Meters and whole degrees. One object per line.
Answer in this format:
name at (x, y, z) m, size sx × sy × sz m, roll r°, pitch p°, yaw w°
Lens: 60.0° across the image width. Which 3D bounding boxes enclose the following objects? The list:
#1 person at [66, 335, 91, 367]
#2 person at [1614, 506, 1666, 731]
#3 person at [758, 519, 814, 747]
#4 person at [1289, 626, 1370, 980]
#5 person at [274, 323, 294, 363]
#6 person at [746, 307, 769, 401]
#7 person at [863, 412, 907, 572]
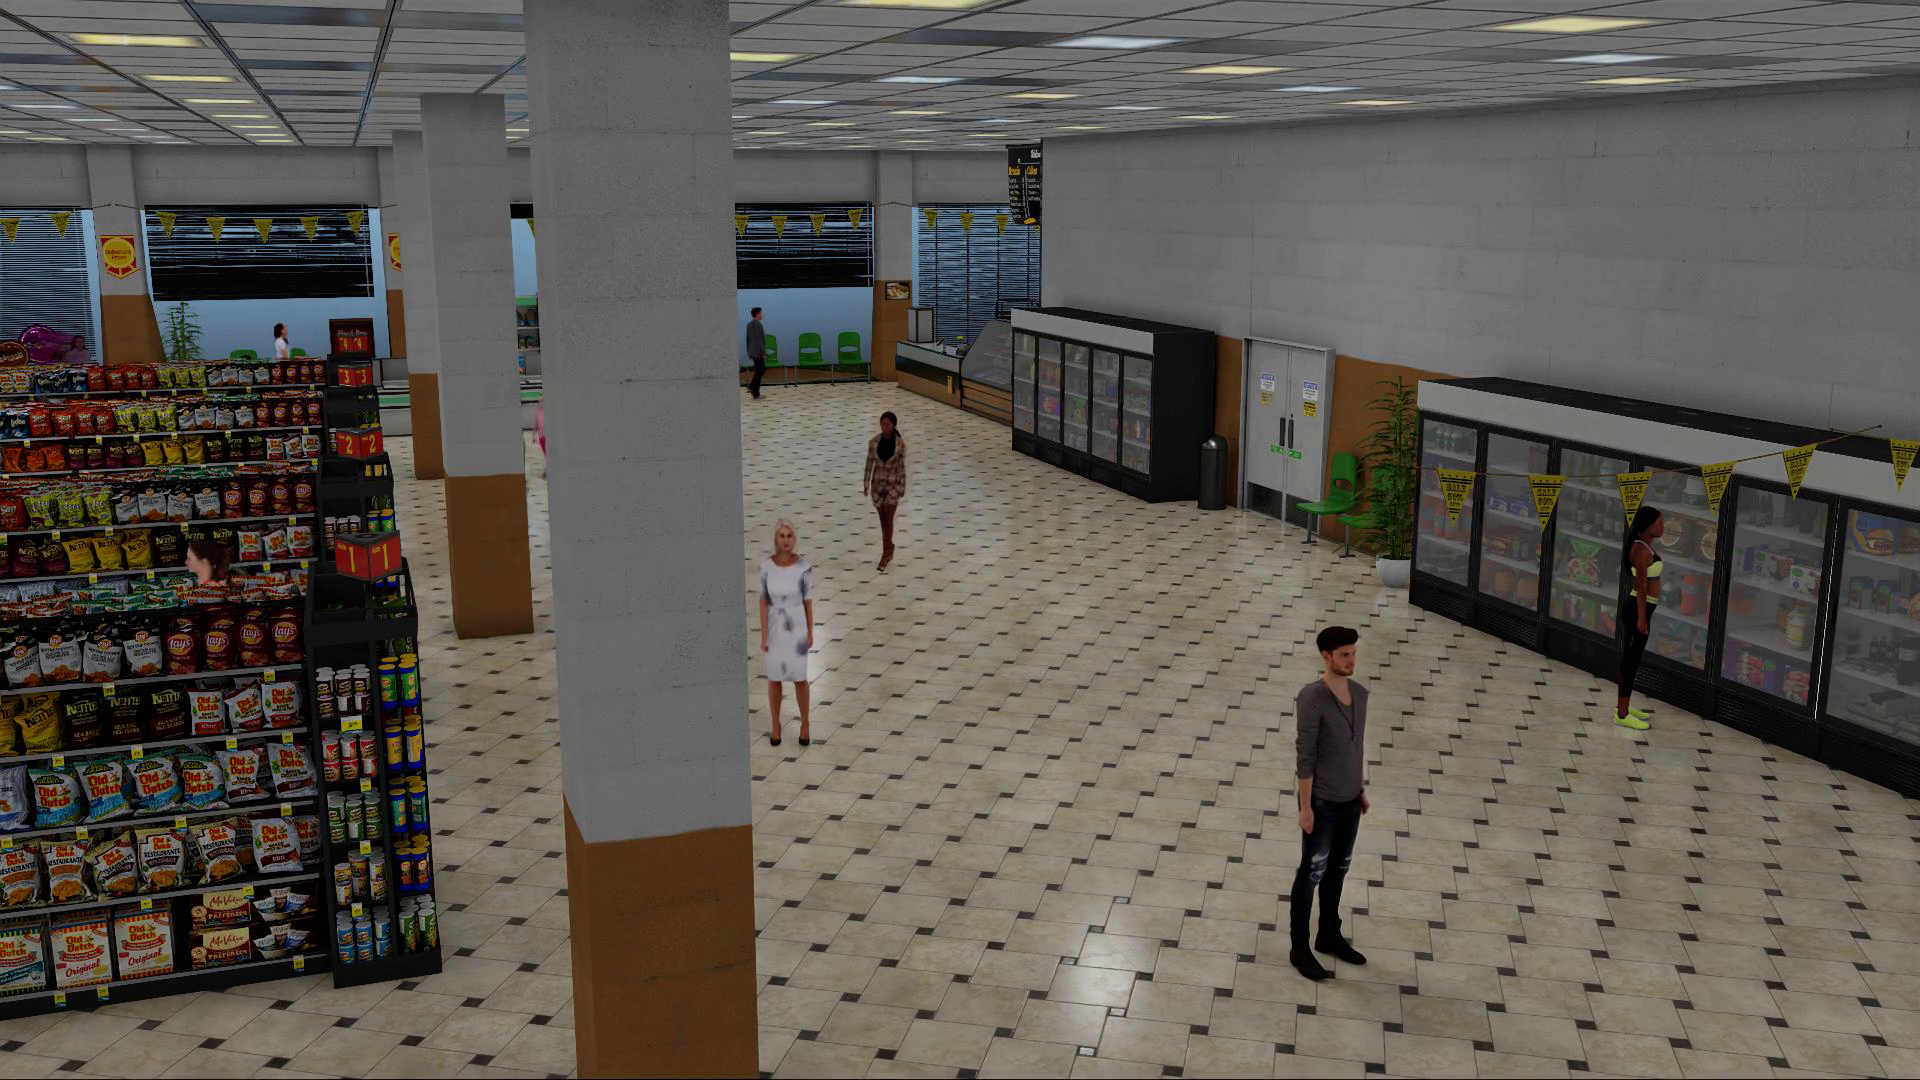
person at (-15.350, -2.702, 28.909) m, size 0.780 × 1.701 × 0.699 m, roll 9°, pitch 15°, yaw 37°
person at (5.336, 0.594, 13.125) m, size 0.692 × 1.755 × 0.639 m, roll 5°, pitch 13°, yaw 22°
person at (-1.348, 0.694, 12.670) m, size 0.548 × 1.746 × 0.678 m, roll -1°, pitch 12°, yaw -5°
person at (1.993, 1.387, 8.996) m, size 0.647 × 1.904 × 0.812 m, roll -9°, pitch 15°, yaw -38°
person at (-12.306, -2.999, 30.081) m, size 0.998 × 1.799 × 0.652 m, roll -5°, pitch 13°, yaw -21°
person at (-4.149, -3.736, 33.435) m, size 0.681 × 1.858 × 0.711 m, roll -6°, pitch 13°, yaw -26°
person at (-0.816, -0.531, 18.520) m, size 1.117 × 1.733 × 1.046 m, roll 3°, pitch 12°, yaw 13°
